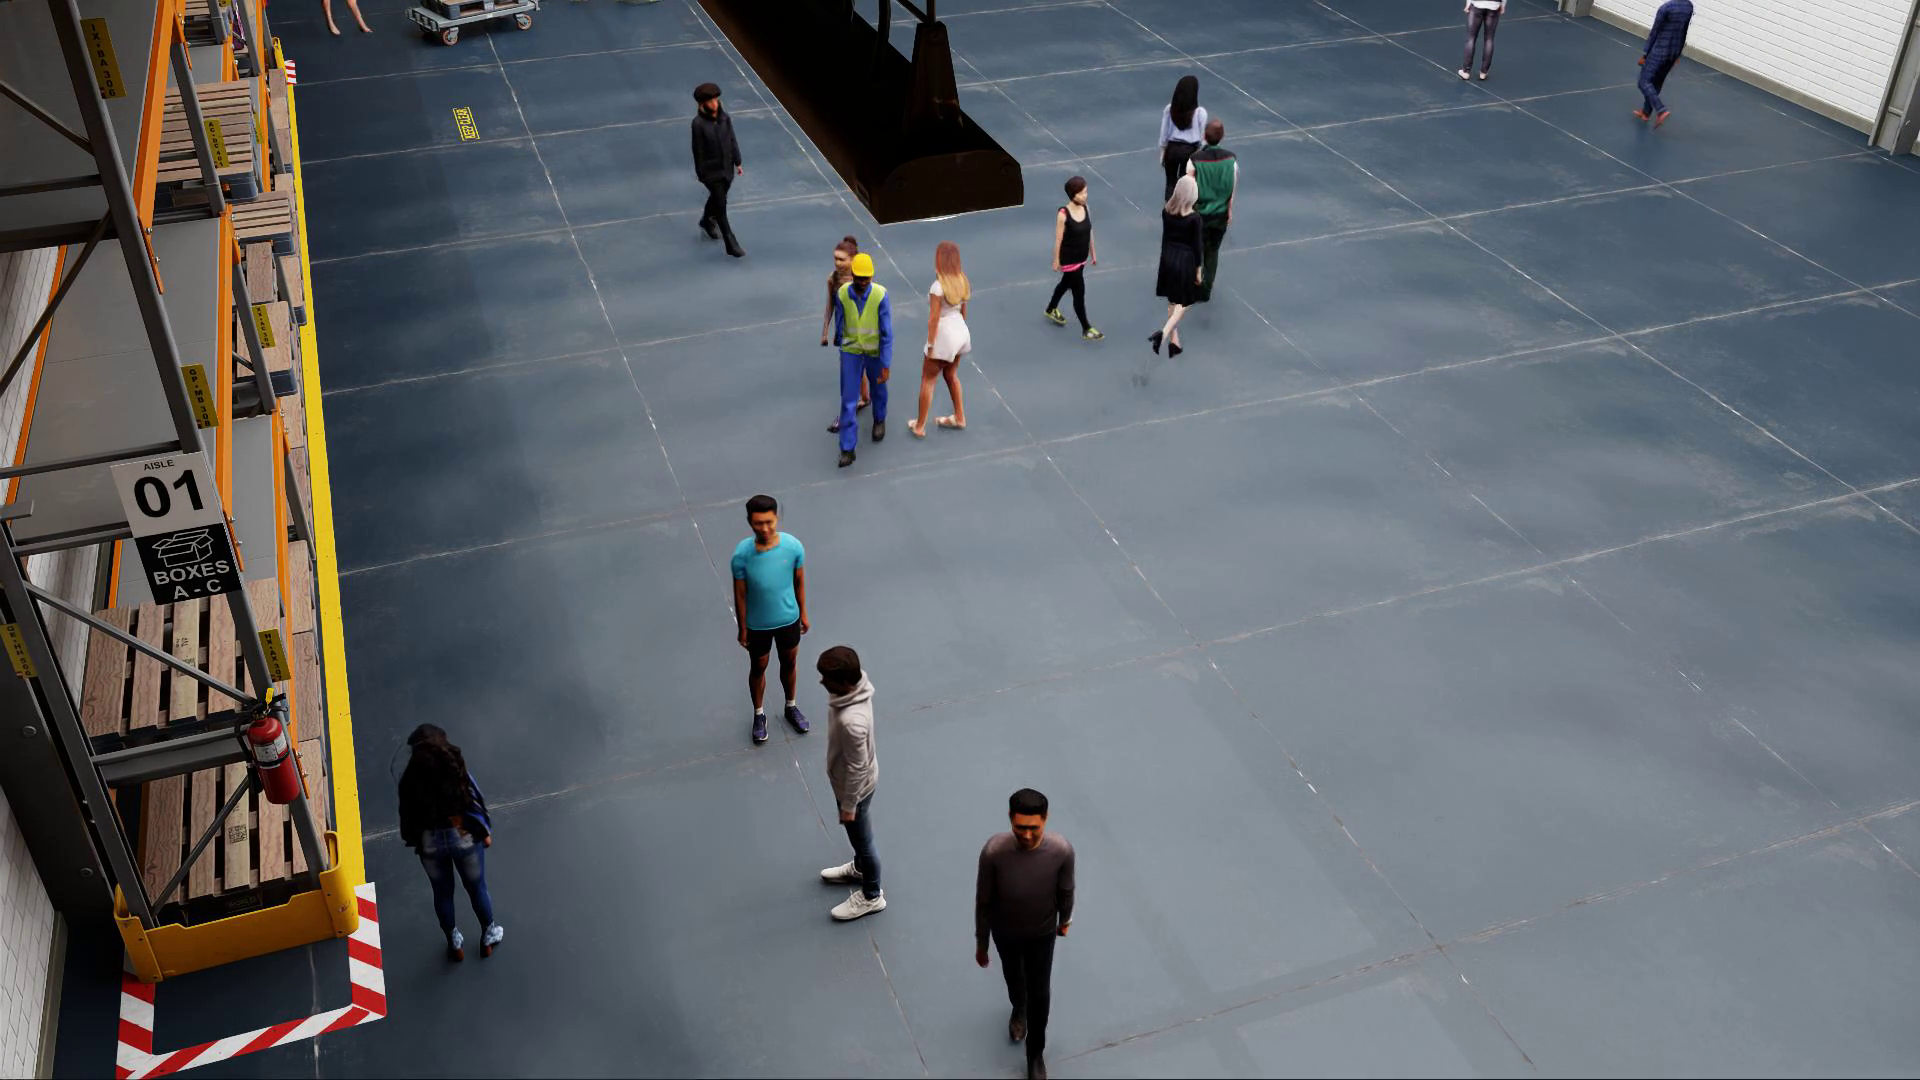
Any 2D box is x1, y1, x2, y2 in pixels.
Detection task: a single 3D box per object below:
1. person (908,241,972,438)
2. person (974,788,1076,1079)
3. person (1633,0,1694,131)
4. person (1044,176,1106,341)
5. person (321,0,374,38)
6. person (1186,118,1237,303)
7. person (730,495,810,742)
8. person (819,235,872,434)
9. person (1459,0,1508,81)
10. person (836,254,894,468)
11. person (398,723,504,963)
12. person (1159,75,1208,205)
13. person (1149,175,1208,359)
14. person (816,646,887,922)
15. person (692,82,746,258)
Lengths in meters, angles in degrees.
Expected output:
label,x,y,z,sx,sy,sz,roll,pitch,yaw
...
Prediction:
label,x,y,z,sx,sy,sz,roll,pitch,yaw
person,-0.045,-1.666,13.869,0.850,1.670,0.846,18,38,25
person,0.332,1.889,8.449,0.952,1.748,0.838,-10,35,-14
person,8.520,-5.871,20.075,0.706,1.803,0.971,-13,36,-18
person,1.003,-2.654,15.499,1.091,1.511,0.859,28,43,35
person,-8.816,-7.879,23.130,1.166,1.766,1.026,21,39,28
person,2.381,-3.097,15.875,0.770,1.832,0.884,-2,34,-2
person,-1.201,0.485,10.537,0.610,1.776,0.497,-11,35,-16
person,-0.860,-1.792,14.074,0.997,1.653,0.964,21,39,29
person,6.826,-6.917,21.630,0.774,1.824,0.751,2,34,4
person,-0.742,-1.546,13.603,0.990,1.765,1.259,4,34,6
person,-2.753,1.630,8.967,0.665,1.607,0.628,-4,34,-6
person,2.265,-3.904,17.184,0.814,1.727,0.859,9,35,13
person,1.931,-2.389,14.902,0.906,1.730,0.916,24,40,31
person,-0.585,1.323,9.212,0.759,1.847,0.555,-7,34,-10
person,-2.536,-3.842,17.068,1.216,1.752,0.942,29,43,36
